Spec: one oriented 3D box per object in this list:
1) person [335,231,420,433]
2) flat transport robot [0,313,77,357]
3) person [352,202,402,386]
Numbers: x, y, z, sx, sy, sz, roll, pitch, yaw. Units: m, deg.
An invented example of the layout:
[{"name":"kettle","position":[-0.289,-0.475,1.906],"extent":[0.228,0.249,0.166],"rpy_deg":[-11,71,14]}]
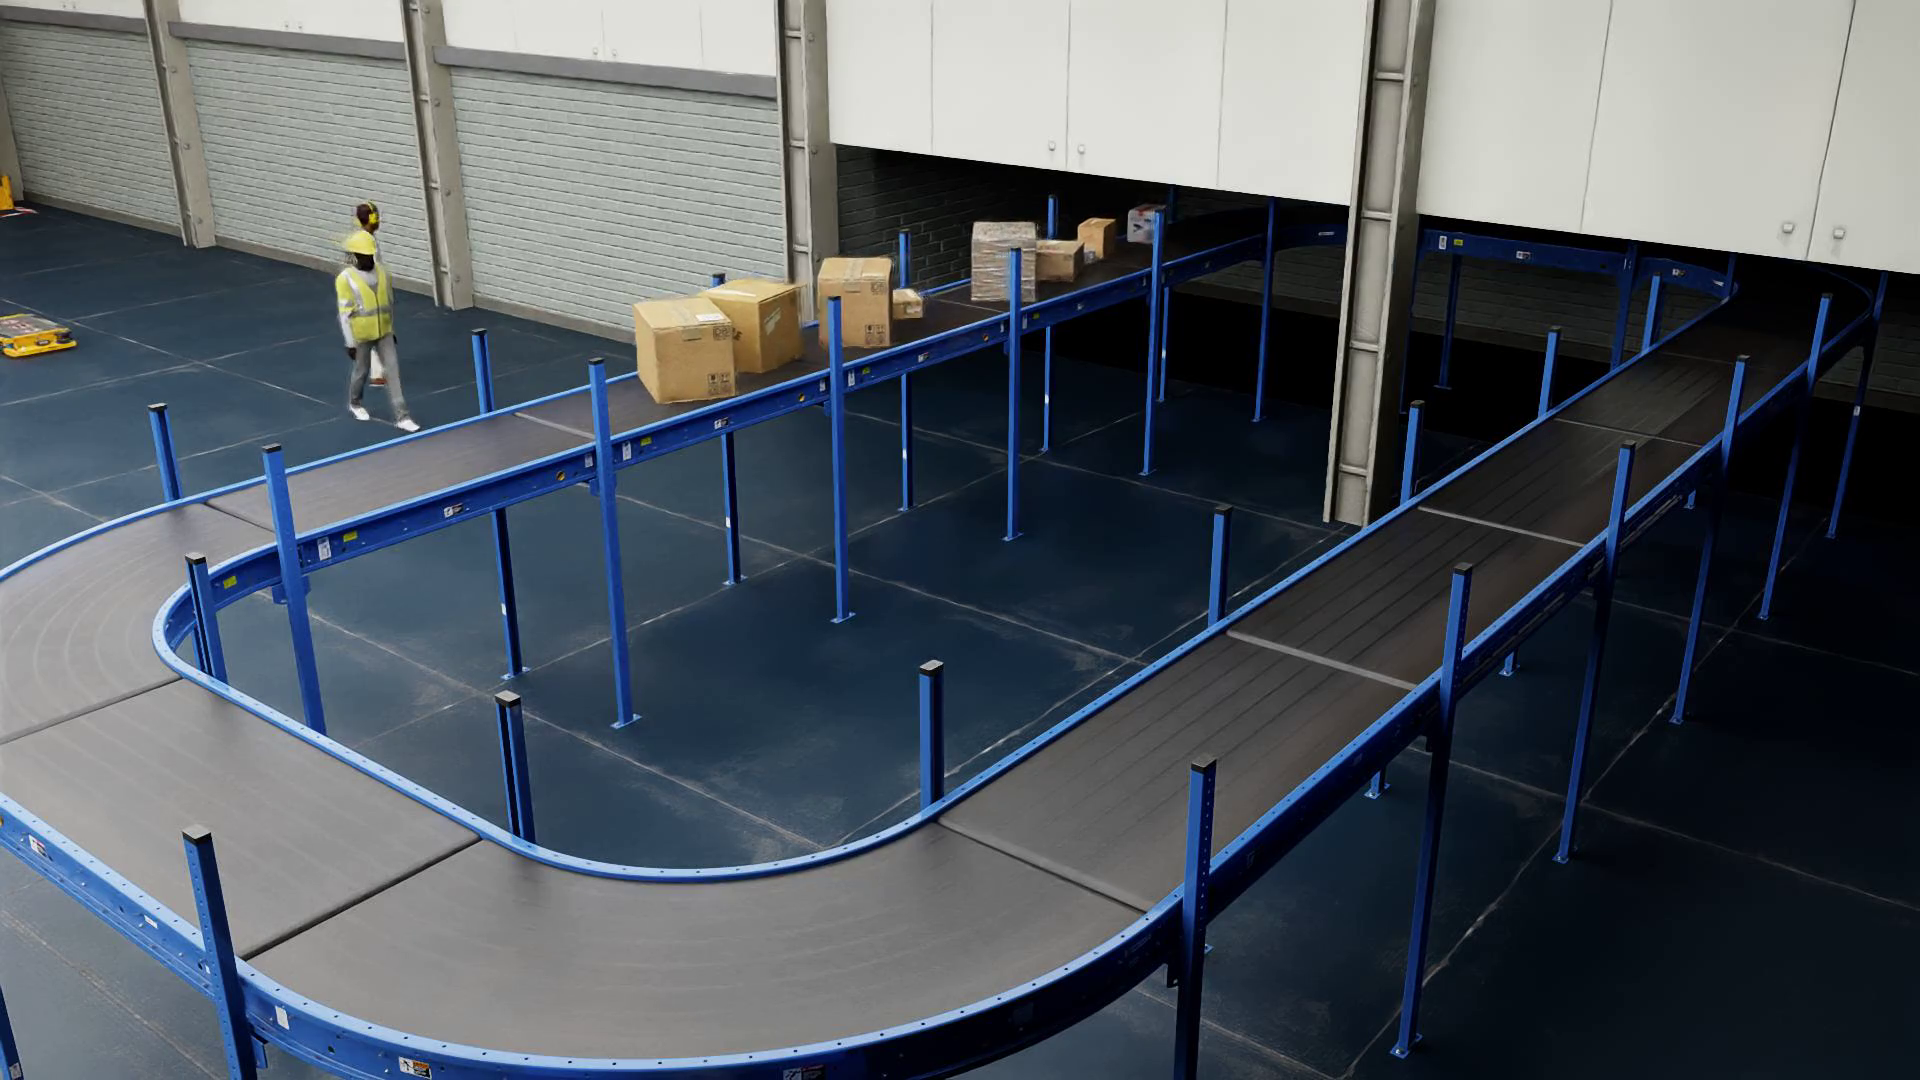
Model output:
[{"name":"person","position":[-5.567,-1.979,15.658],"extent":[0.991,1.882,0.605],"rpy_deg":[17,27,37]},{"name":"flat transport robot","position":[-10.574,-2.320,18.682],"extent":[1.431,0.197,0.652],"rpy_deg":[18,28,38]},{"name":"person","position":[-6.030,-2.533,17.090],"extent":[0.357,1.856,0.579],"rpy_deg":[-13,25,-30]}]
